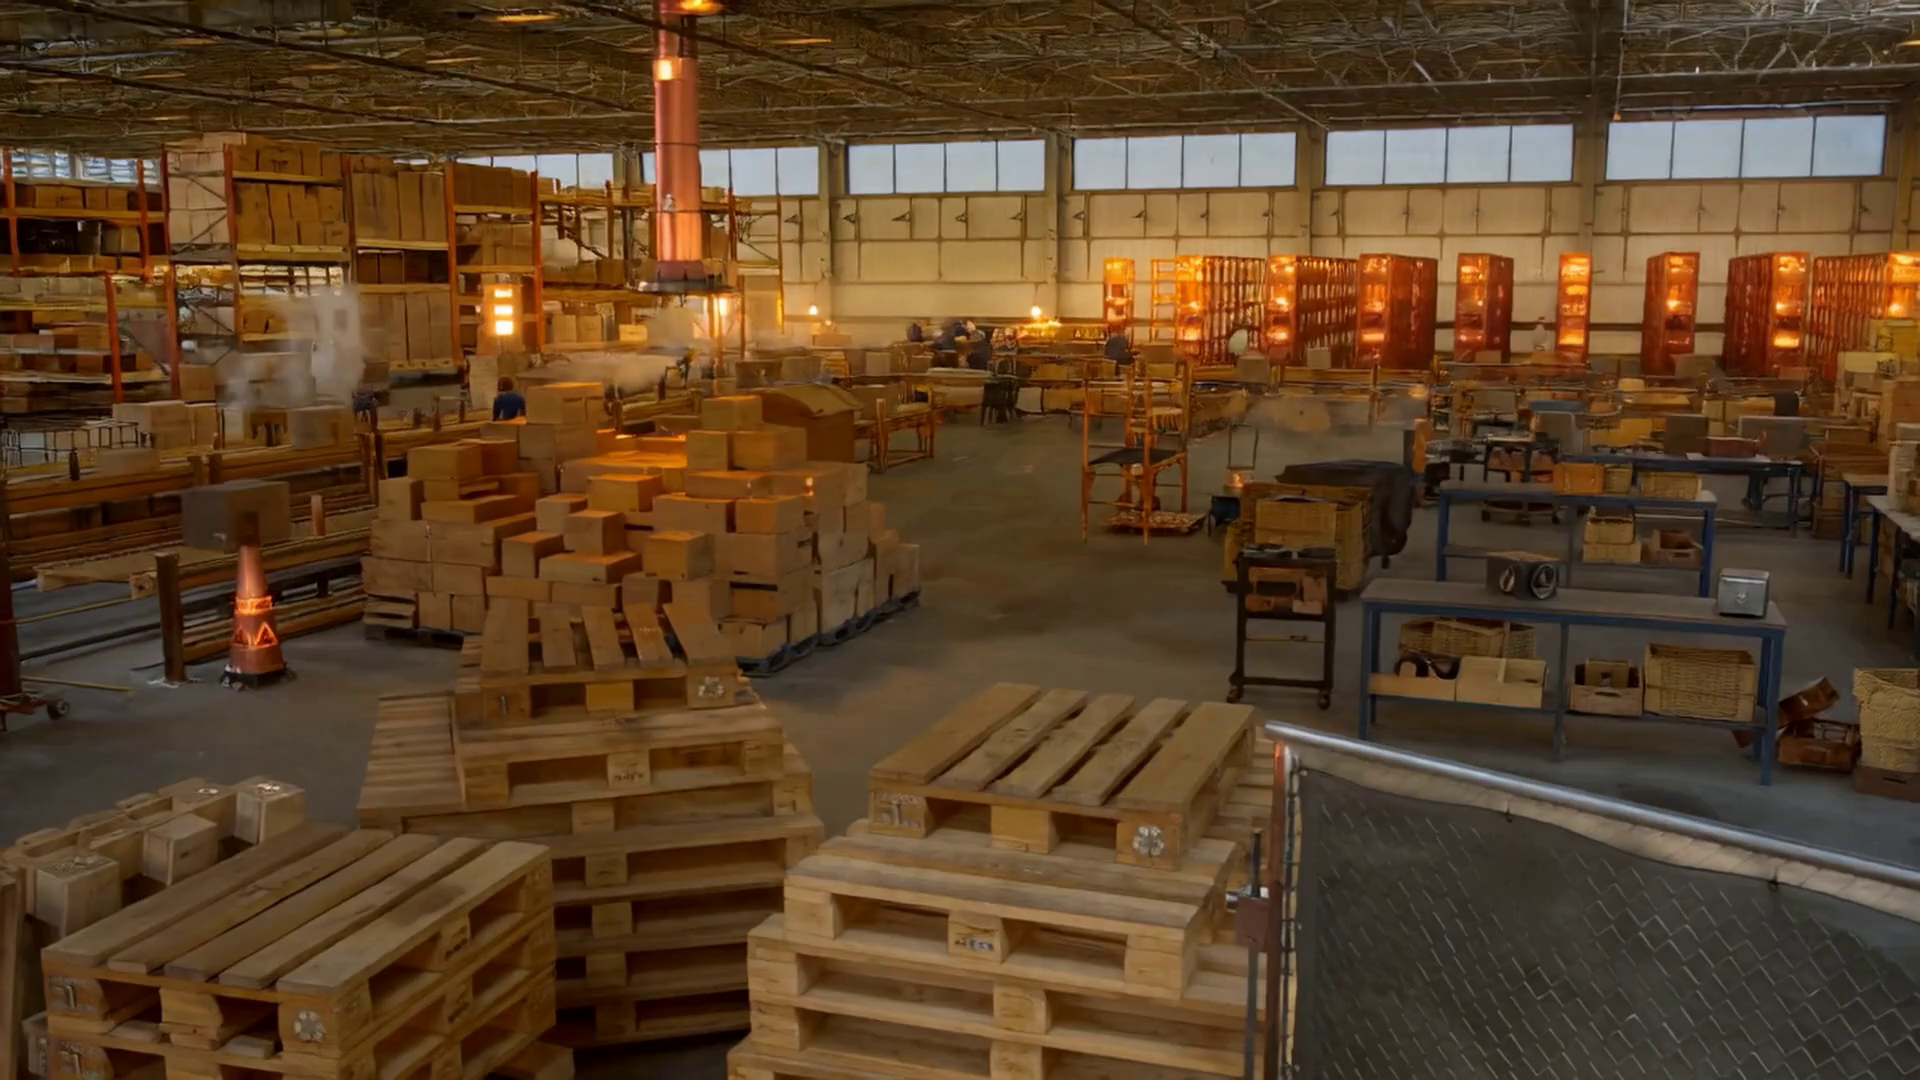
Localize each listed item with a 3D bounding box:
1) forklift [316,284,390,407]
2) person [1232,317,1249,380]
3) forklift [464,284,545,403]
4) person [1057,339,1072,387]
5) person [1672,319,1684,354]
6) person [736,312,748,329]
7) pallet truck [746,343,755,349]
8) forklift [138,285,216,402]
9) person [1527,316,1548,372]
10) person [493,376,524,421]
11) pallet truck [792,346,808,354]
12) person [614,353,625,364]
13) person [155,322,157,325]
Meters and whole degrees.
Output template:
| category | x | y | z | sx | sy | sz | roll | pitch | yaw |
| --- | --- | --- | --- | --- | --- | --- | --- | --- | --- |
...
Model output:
| category | x | y | z | sx | sy | sz | roll | pitch | yaw |
| --- | --- | --- | --- | --- | --- | --- | --- | --- | --- |
| forklift | -13.939 | -4.364 | 37.488 | 1.129 | 2.768 | 1.873 | 3 | 10 | 20 |
| person | 7.540 | -4.969 | 44.305 | 0.724 | 1.928 | 0.619 | 8 | 12 | 40 |
| forklift | -10.832 | -4.702 | 39.610 | 1.129 | 2.768 | 1.873 | 3 | 10 | 20 |
| person | 2.423 | -3.874 | 38.052 | 0.893 | 1.720 | 0.535 | 1 | 9 | 8 |
| person | 21.158 | -5.689 | 49.116 | 0.874 | 1.814 | 0.563 | 8 | 12 | 42 |
| person | -7.867 | -7.406 | 60.220 | 0.536 | 1.722 | 0.898 | 3 | 10 | 20 |
| pallet truck | -6.183 | -4.618 | 44.264 | 1.601 | 1.201 | 0.680 | -9 | 12 | -43 |
| forklift | -17.480 | -4.200 | 36.461 | 1.873 | 2.768 | 1.129 | 3 | 10 | 19 |
| person | 17.589 | -5.920 | 50.611 | 0.710 | 1.812 | 0.599 | 3 | 9 | 15 |
| person | -6.320 | -1.480 | 23.336 | 0.285 | 1.619 | 0.504 | 7 | 11 | 37 |
| pallet truck | -3.705 | -4.298 | 42.022 | 0.653 | 1.274 | 1.630 | 3 | 10 | 20 |
| person | -10.773 | -6.172 | 52.538 | 0.535 | 1.699 | 0.322 | 2 | 9 | 10 |
| person | -23.490 | -5.543 | 48.315 | 0.588 | 1.778 | 0.937 | 3 | 9 | 17 |
